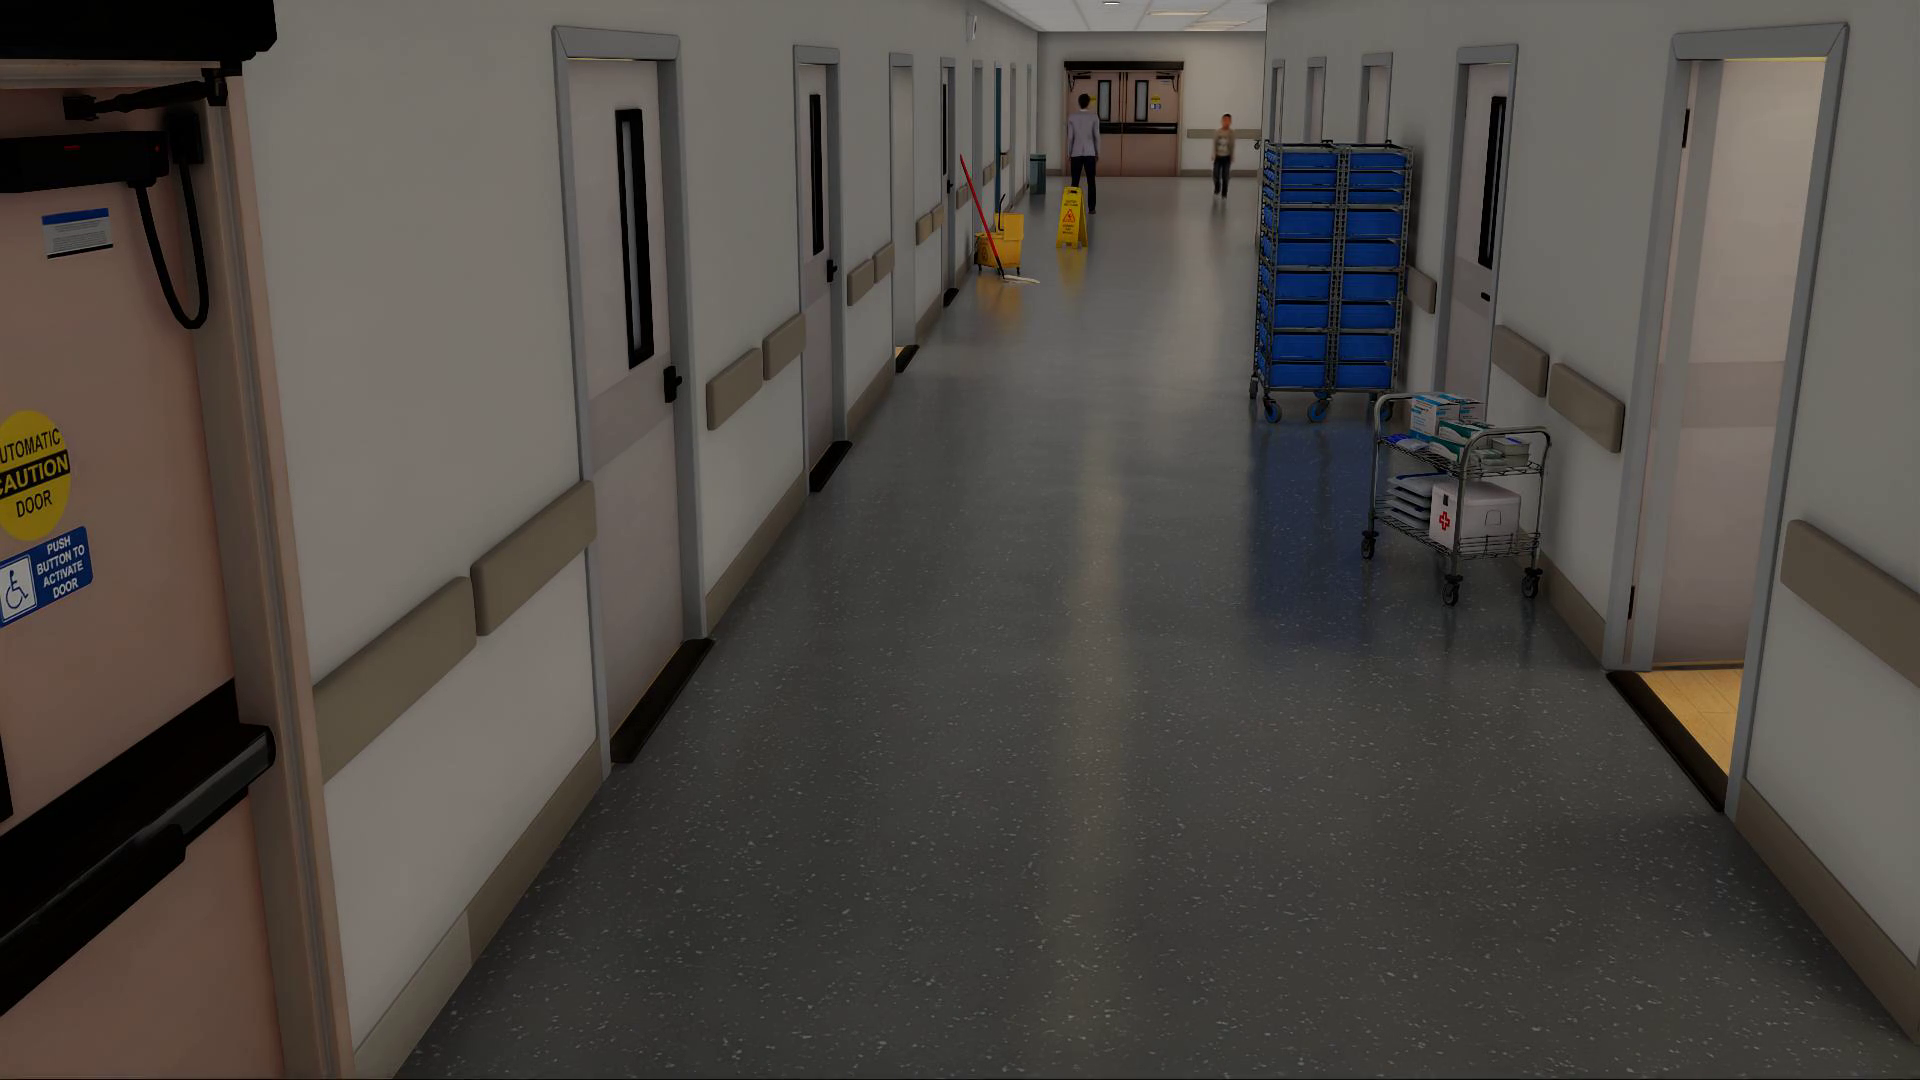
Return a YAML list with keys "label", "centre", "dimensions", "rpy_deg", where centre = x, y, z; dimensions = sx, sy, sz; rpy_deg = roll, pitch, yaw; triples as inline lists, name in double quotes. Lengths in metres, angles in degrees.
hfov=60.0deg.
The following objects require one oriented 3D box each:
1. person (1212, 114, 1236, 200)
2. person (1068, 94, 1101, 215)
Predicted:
- label: "person"
  centre: [4.646, -6.768, 29.360]
  dimensions: [0.566, 1.454, 0.724]
  rpy_deg: [2, 16, 8]
- label: "person"
  centre: [1.945, -6.092, 26.237]
  dimensions: [0.666, 1.848, 0.557]
  rpy_deg: [1, 16, 4]
